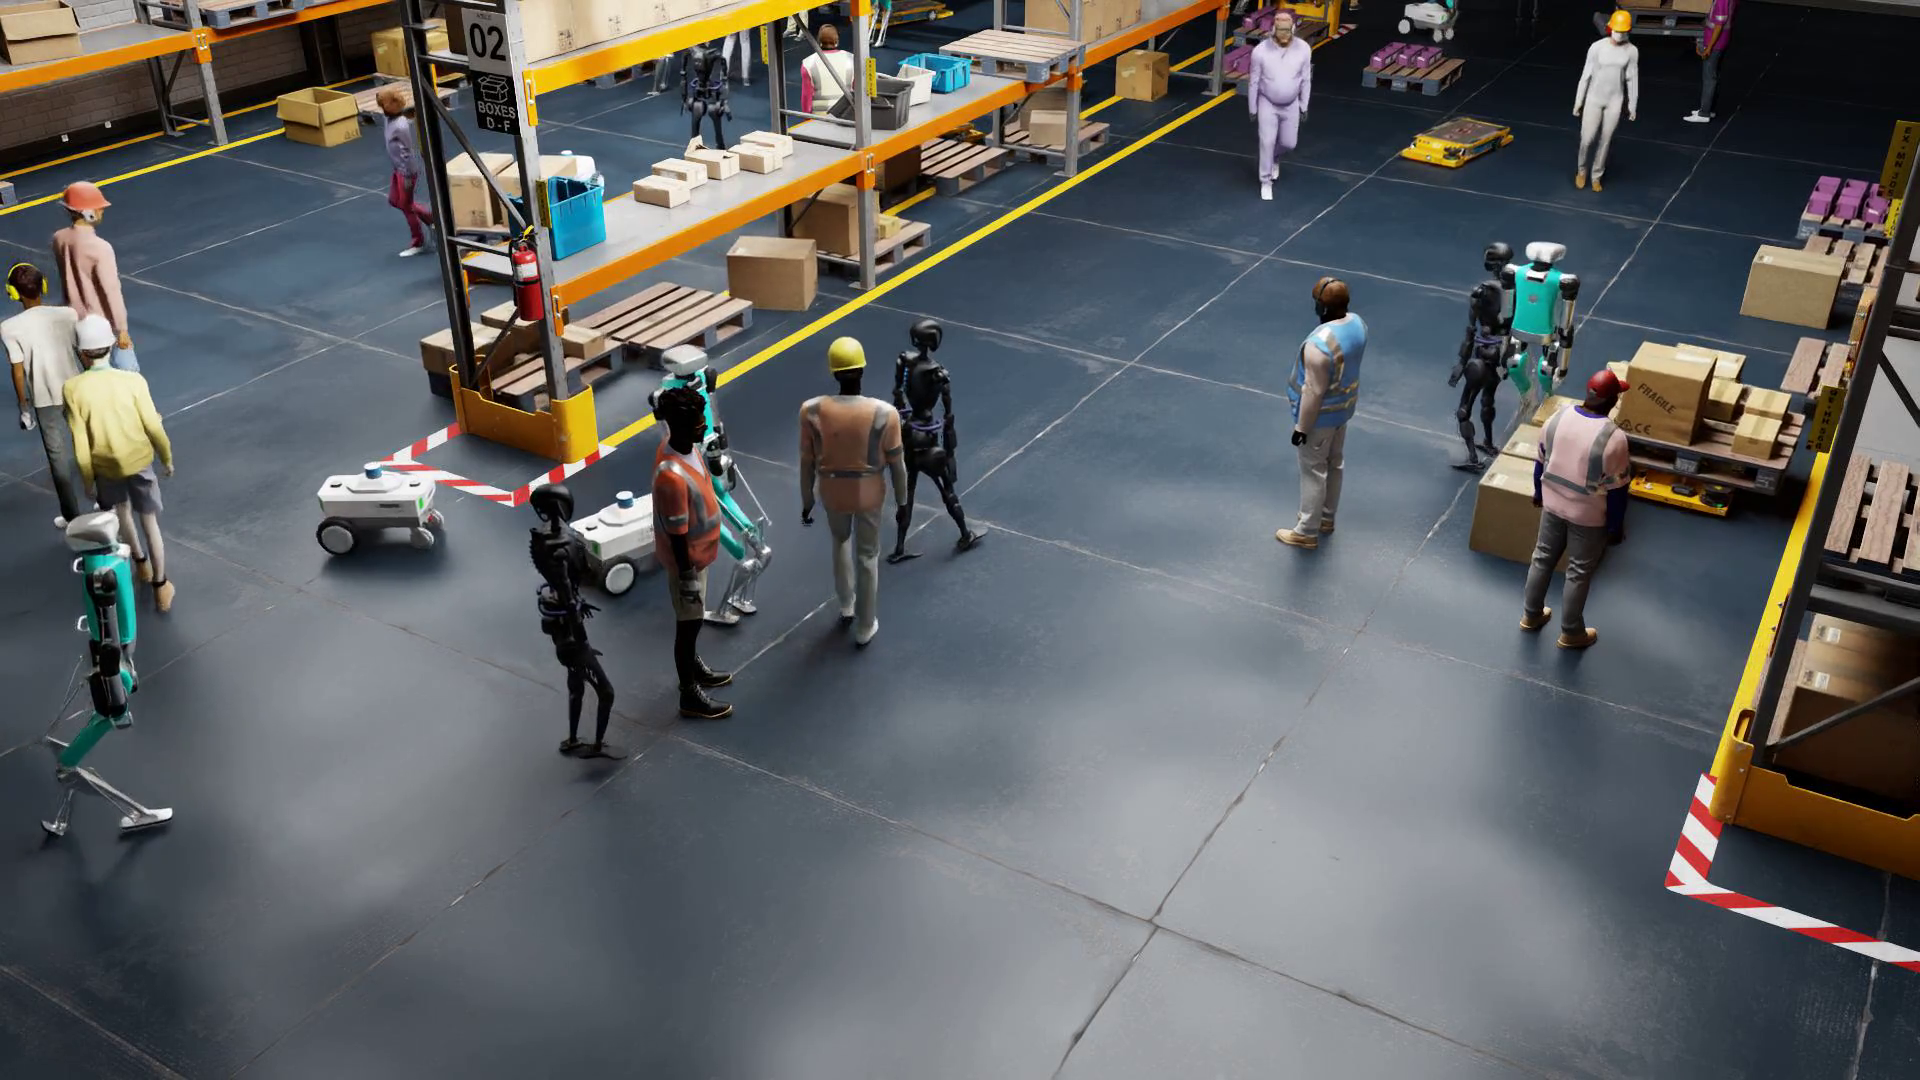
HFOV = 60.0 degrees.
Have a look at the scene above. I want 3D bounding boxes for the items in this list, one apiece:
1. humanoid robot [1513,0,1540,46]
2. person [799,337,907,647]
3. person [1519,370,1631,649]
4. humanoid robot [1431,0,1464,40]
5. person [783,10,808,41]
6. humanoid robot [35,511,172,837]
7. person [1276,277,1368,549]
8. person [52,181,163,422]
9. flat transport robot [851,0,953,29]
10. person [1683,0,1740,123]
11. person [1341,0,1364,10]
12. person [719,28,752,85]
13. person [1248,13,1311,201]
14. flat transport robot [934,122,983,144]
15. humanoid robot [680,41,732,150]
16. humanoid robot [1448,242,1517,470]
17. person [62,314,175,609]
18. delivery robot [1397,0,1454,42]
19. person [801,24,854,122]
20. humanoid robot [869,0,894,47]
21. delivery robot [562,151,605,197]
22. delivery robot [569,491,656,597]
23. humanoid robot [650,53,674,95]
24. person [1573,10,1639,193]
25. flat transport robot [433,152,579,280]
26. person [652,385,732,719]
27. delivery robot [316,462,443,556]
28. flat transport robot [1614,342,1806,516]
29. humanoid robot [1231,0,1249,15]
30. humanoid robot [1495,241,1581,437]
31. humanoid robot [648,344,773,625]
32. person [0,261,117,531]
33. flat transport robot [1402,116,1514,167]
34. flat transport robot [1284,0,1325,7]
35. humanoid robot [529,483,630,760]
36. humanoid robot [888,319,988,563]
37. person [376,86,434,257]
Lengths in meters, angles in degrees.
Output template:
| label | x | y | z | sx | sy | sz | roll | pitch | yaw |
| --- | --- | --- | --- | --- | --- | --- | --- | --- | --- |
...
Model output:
| label | x | y | z | sx | sy | sz | roll | pitch | yaw |
| --- | --- | --- | --- | --- | --- | --- | --- | --- | --- |
| humanoid robot | 7.995 | -7.804 | 23.305 | 0.608 | 1.648 | 0.358 | 10 | 31 | 16 |
| person | -0.613 | -0.294 | 9.801 | 0.621 | 1.898 | 0.591 | 2 | 30 | 4 |
| person | 3.632 | -0.184 | 9.760 | 0.420 | 1.752 | 0.616 | -20 | 35 | -31 |
| humanoid robot | 6.944 | -7.877 | 23.457 | 0.544 | 1.871 | 0.669 | -17 | 34 | -27 |
| person | -2.370 | -8.014 | 23.607 | 0.561 | 1.752 | 0.322 | 25 | 38 | 37 |
| humanoid robot | -4.355 | 0.774 | 8.162 | 0.845 | 1.867 | 0.553 | -10 | 31 | -18 |
| person | 2.335 | -0.819 | 10.798 | 0.431 | 1.838 | 0.622 | 22 | 36 | 33 |
| person | -6.283 | -1.597 | 12.043 | 0.666 | 1.963 | 0.675 | 17 | 34 | 27 |
| flat transport robot | -0.862 | -7.890 | 24.899 | 1.431 | 0.231 | 0.659 | -22 | 36 | -34 |
| person | 8.995 | -5.908 | 19.789 | 0.326 | 1.845 | 0.514 | 23 | 37 | 34 |
| person | 6.004 | -9.009 | 25.368 | 0.335 | 1.752 | 0.563 | -26 | 39 | -38 |
| person | -2.895 | -6.774 | 21.267 | 0.608 | 1.901 | 0.549 | 8 | 30 | 14 |
| person | 3.303 | -4.547 | 17.334 | 0.647 | 1.890 | 0.664 | -2 | 30 | -3 |
| flat transport robot | -0.478 | -4.644 | 19.156 | 1.431 | 0.231 | 0.659 | -23 | 37 | -35 |
| humanoid robot | -2.730 | -4.770 | 17.970 | 0.601 | 1.644 | 0.404 | 8 | 30 | 14 |
| humanoid robot | 3.776 | -1.307 | 11.825 | 0.604 | 1.636 | 0.391 | -22 | 36 | -33 |
| person | -5.124 | -0.517 | 10.235 | 0.522 | 1.862 | 0.759 | -10 | 31 | -18 |
| delivery robot | 6.721 | -7.498 | 23.934 | 0.499 | 0.614 | 0.789 | -22 | 36 | -34 |
| person | -1.315 | -4.332 | 17.008 | 0.621 | 1.844 | 0.429 | -9 | 31 | -15 |
| humanoid robot | -1.169 | -7.748 | 23.074 | 0.530 | 1.712 | 0.704 | 22 | 36 | 33 |
| delivery robot | -4.043 | -3.739 | 17.277 | 0.499 | 0.608 | 0.786 | 4 | 30 | 8 |
| delivery robot | -2.146 | -0.013 | 10.690 | 0.808 | 0.610 | 0.499 | -24 | 37 | -36 |
| humanoid robot | -3.814 | -6.526 | 21.002 | 0.599 | 1.785 | 0.810 | -25 | 38 | -37 |
| person | 6.762 | -4.575 | 17.396 | 0.620 | 1.877 | 0.442 | 4 | 30 | 7 |
| flat transport robot | -4.228 | -2.812 | 15.916 | 0.659 | 0.231 | 1.431 | 5 | 30 | 8 |
| person | -1.477 | 0.060 | 9.113 | 0.361 | 1.963 | 0.611 | -2 | 30 | -4 |
| delivery robot | -3.877 | -0.229 | 11.055 | 0.779 | 0.594 | 0.499 | -1 | 29 | -1 |
| flat transport robot | 5.319 | -0.601 | 12.005 | 0.659 | 0.231 | 1.431 | 17 | 34 | 27 |
| humanoid robot | 4.354 | -8.767 | 24.984 | 0.641 | 1.825 | 0.530 | -10 | 31 | -16 |
| humanoid robot | 4.089 | -1.285 | 11.778 | 0.549 | 1.834 | 0.736 | 20 | 35 | 31 |
| humanoid robot | -1.404 | -0.287 | 9.908 | 0.740 | 1.739 | 0.530 | 16 | 33 | 26 |
| person | -5.960 | -0.929 | 10.977 | 0.338 | 1.855 | 0.523 | 21 | 36 | 33 |
| flat transport robot | 5.700 | -4.547 | 18.985 | 0.659 | 0.231 | 1.431 | 24 | 37 | 36 |
| flat transport robot | 5.093 | -8.558 | 26.081 | 1.431 | 0.231 | 0.659 | 21 | 36 | 32 |
| humanoid robot | -2.028 | 0.424 | 8.759 | 0.360 | 1.655 | 0.589 | -9 | 31 | -15 |
| humanoid robot | -0.204 | -0.663 | 10.716 | 0.707 | 1.635 | 0.608 | -23 | 37 | -35 |
| person | -5.234 | -3.492 | 15.734 | 0.434 | 1.615 | 0.534 | -15 | 33 | -24 |
